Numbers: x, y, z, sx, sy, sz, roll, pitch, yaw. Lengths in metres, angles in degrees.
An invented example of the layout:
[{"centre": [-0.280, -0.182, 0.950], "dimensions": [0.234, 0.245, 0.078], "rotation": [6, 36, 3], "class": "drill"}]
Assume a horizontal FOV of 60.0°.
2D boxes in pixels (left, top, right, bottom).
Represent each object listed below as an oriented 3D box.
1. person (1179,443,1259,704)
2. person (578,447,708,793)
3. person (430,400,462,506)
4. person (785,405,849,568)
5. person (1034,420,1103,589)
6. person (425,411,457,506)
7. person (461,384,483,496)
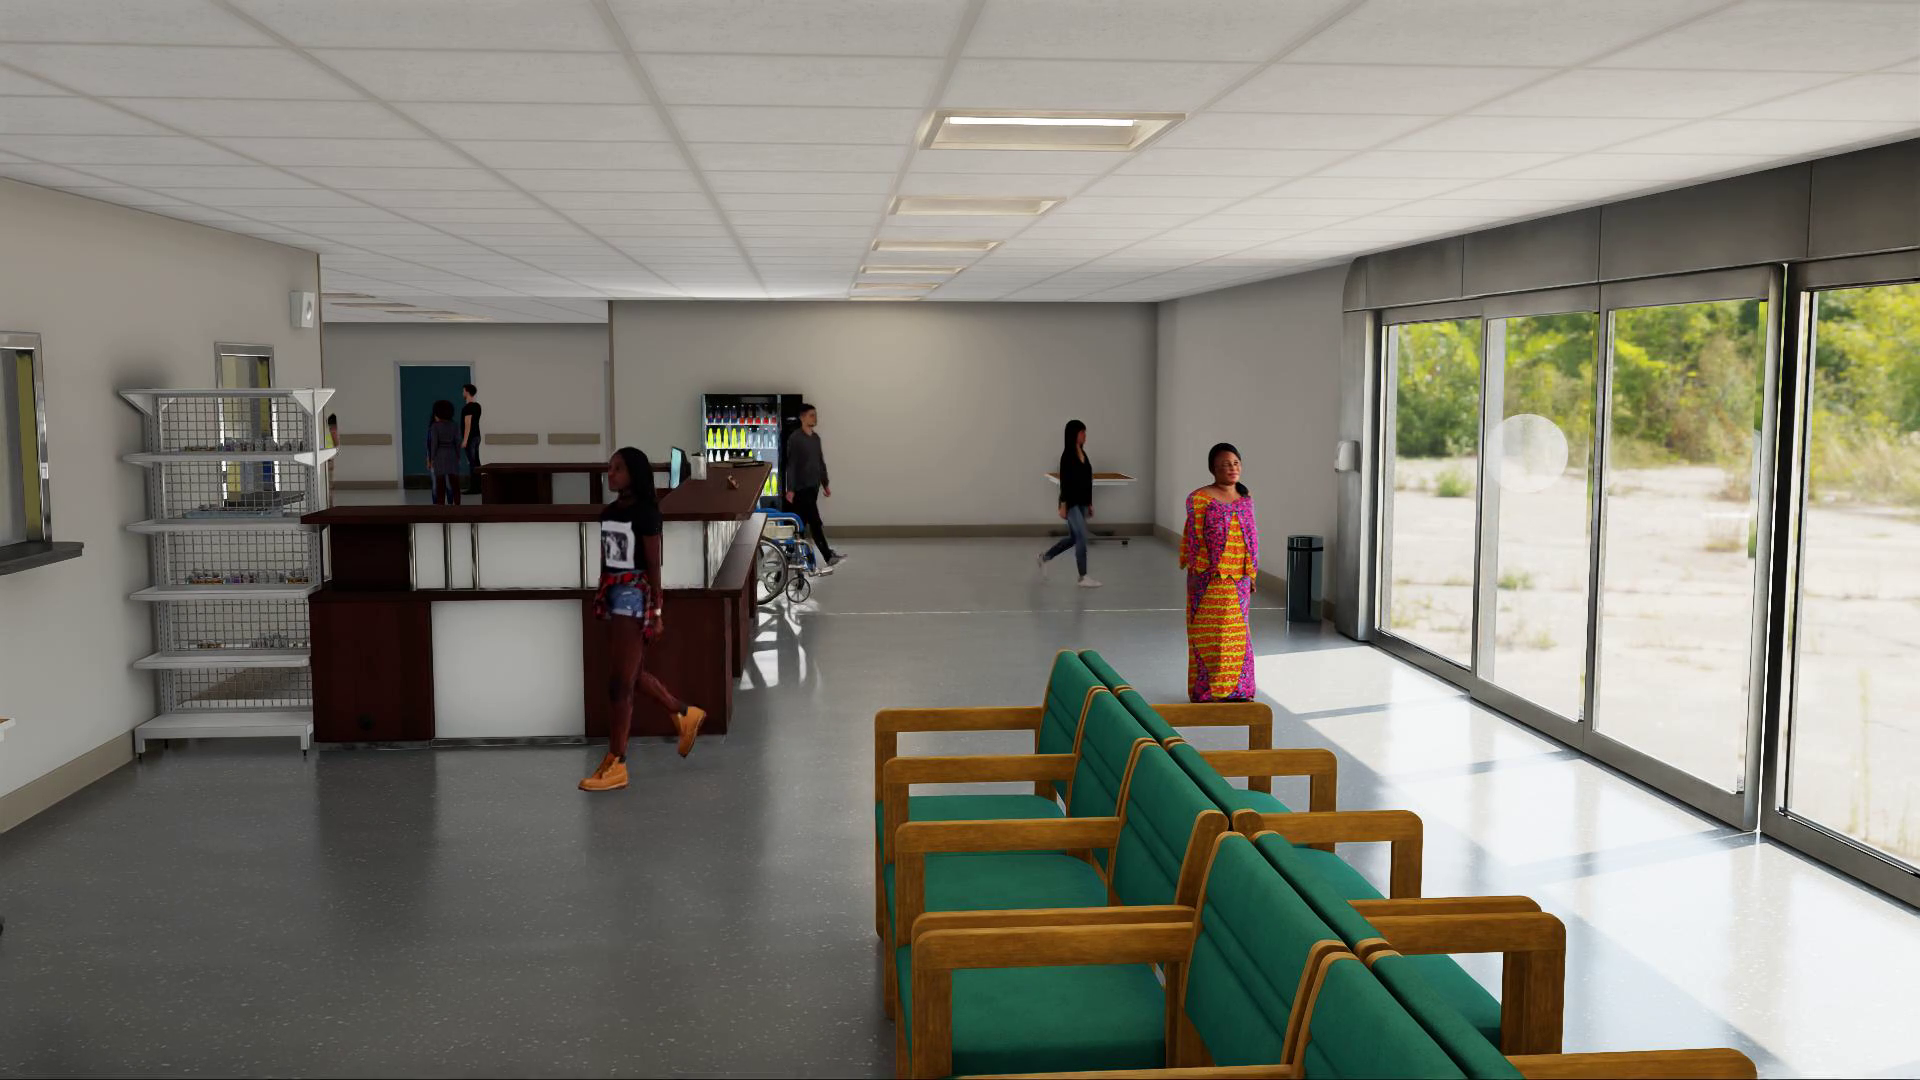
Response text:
[{"centre": [1.665, 0.199, 10.498], "dimensions": [0.708, 1.686, 0.802], "rotation": [-3, 6, -26], "class": "person"}, {"centre": [-1.606, 0.395, 8.454], "dimensions": [1.053, 1.704, 1.136], "rotation": [5, 8, 42], "class": "person"}, {"centre": [-7.267, -1.124, 23.525], "dimensions": [0.616, 1.709, 0.726], "rotation": [-4, 7, -36], "class": "person"}, {"centre": [-1.694, -0.533, 17.574], "dimensions": [1.175, 1.725, 1.007], "rotation": [3, 7, 29], "class": "person"}, {"centre": [1.048, -0.340, 16.185], "dimensions": [1.071, 1.620, 0.913], "rotation": [3, 7, 30], "class": "person"}, {"centre": [-7.440, -1.106, 23.863], "dimensions": [0.498, 1.607, 0.674], "rotation": [0, 6, -1], "class": "person"}, {"centre": [-8.437, -1.744, 28.755], "dimensions": [0.626, 1.896, 0.711], "rotation": [0, 6, 5], "class": "person"}]
